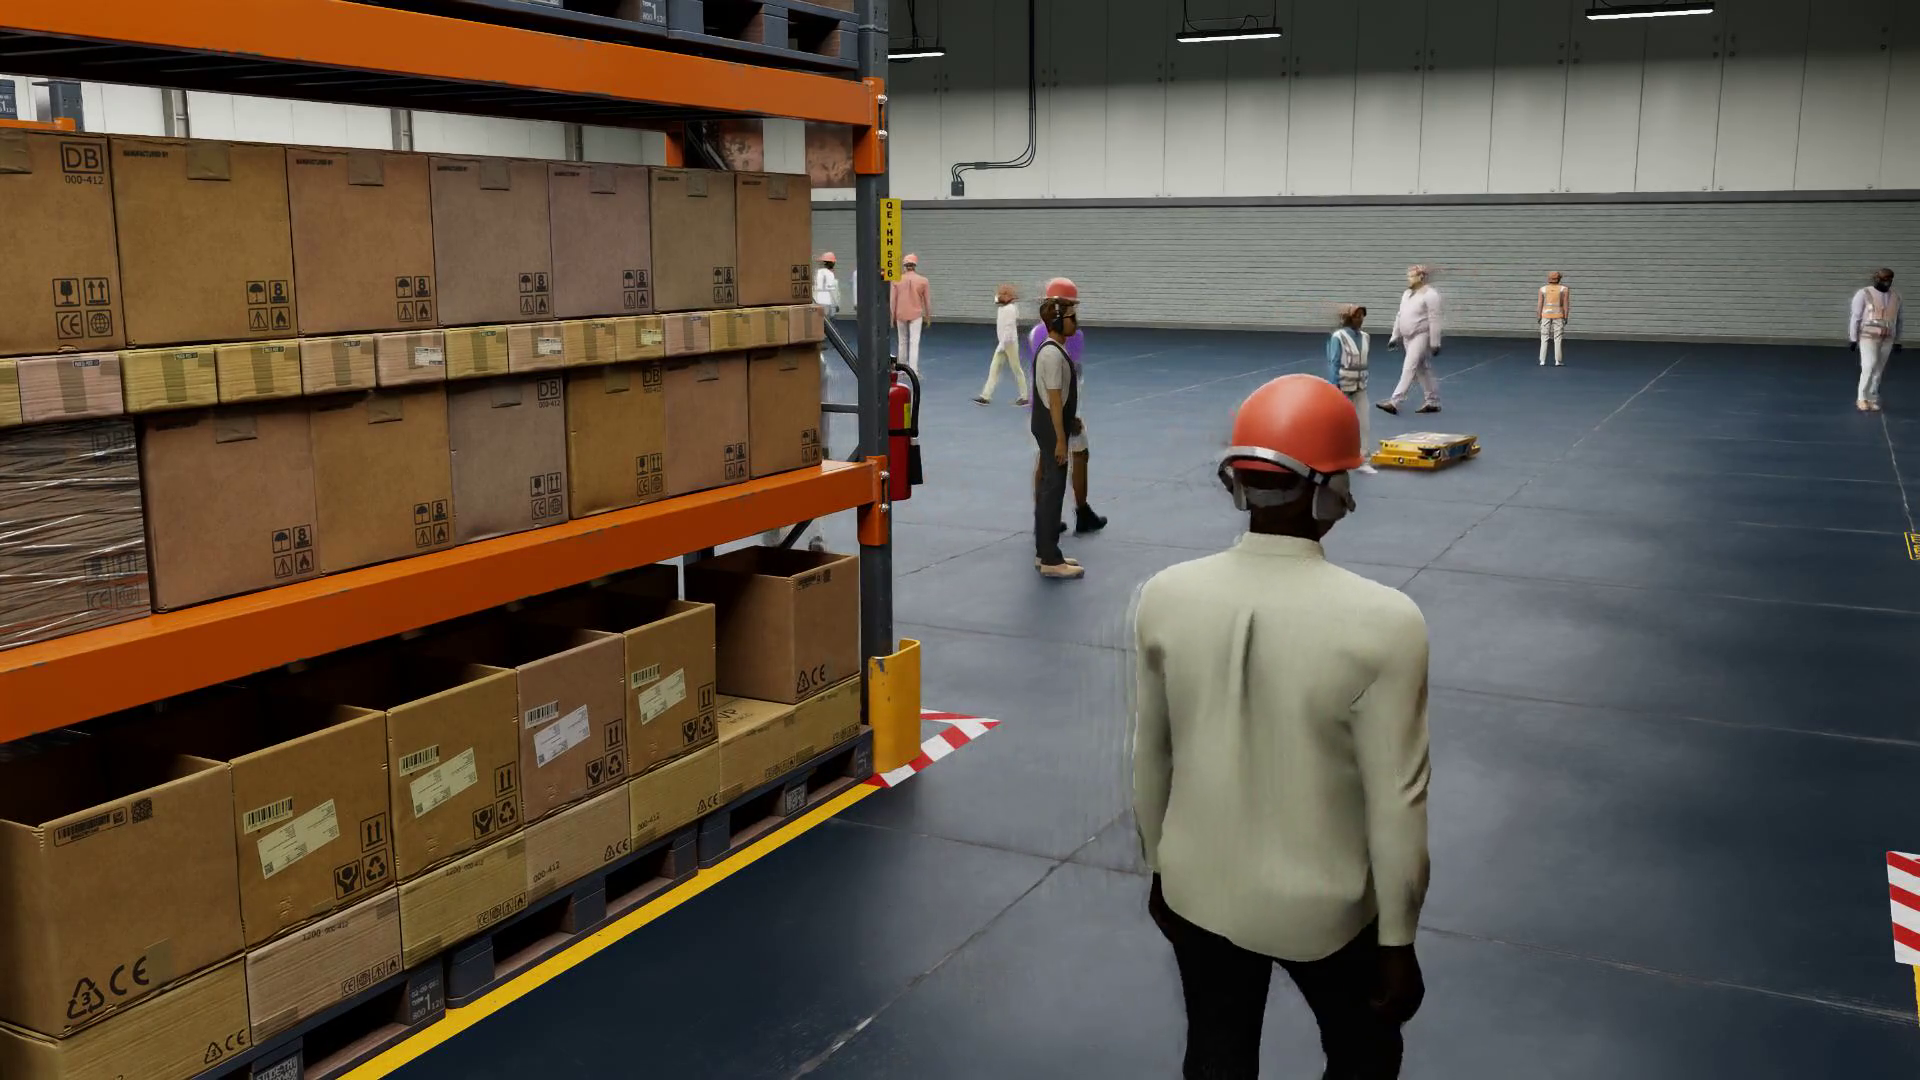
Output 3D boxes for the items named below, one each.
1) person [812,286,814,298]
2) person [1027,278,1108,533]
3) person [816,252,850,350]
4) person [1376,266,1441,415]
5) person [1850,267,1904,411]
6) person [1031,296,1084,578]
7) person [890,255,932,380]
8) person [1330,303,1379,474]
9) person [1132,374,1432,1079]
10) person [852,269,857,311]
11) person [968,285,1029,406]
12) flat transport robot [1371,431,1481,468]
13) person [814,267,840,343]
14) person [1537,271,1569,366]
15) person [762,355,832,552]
[{"bbox_3d":[-2.469,-3.438,26.044,0.429,1.839,0.634,4,11,21],"label":"person"},{"bbox_3d":[0.804,-1.003,12.526,0.637,1.922,0.572,-10,14,-42],"label":"person"},{"bbox_3d":[-2.501,-4.660,32.548,0.939,1.891,0.563,-6,12,-29],"label":"person"},{"bbox_3d":[5.654,-2.499,20.862,1.000,1.854,0.642,-3,11,-16],"label":"person"},{"bbox_3d":[11.697,-2.541,21.173,0.652,1.829,0.521,-1,10,-4],"label":"person"},{"bbox_3d":[0.643,-0.679,10.980,0.345,1.847,0.507,0,10,-3],"label":"person"},{"bbox_3d":[-0.757,-3.472,26.007,0.649,1.936,0.864,1,10,5],"label":"person"},{"bbox_3d":[3.672,-1.458,15.884,0.517,1.615,0.800,-6,12,-29],"label":"person"},{"bbox_3d":[0.641,0.666,3.264,0.644,1.980,0.518,8,13,36],"label":"person"},{"bbox_3d":[-1.785,-4.666,32.589,0.655,1.889,0.462,0,10,2],"label":"person"},{"bbox_3d":[0.541,-2.527,21.753,0.826,1.589,0.505,-4,11,-22],"label":"person"},{"bbox_3d":[4.643,-0.913,16.554,0.652,0.197,1.431,7,12,34],"label":"flat transport robot"},{"bbox_3d":[-2.795,-4.925,34.823,0.520,1.586,0.876,3,11,16],"label":"person"},{"bbox_3d":[10.175,-3.800,28.565,0.514,1.637,0.315,5,12,28],"label":"person"},{"bbox_3d":[-1.132,-0.679,11.119,0.603,1.807,0.821,-4,11,-19],"label":"person"}]
